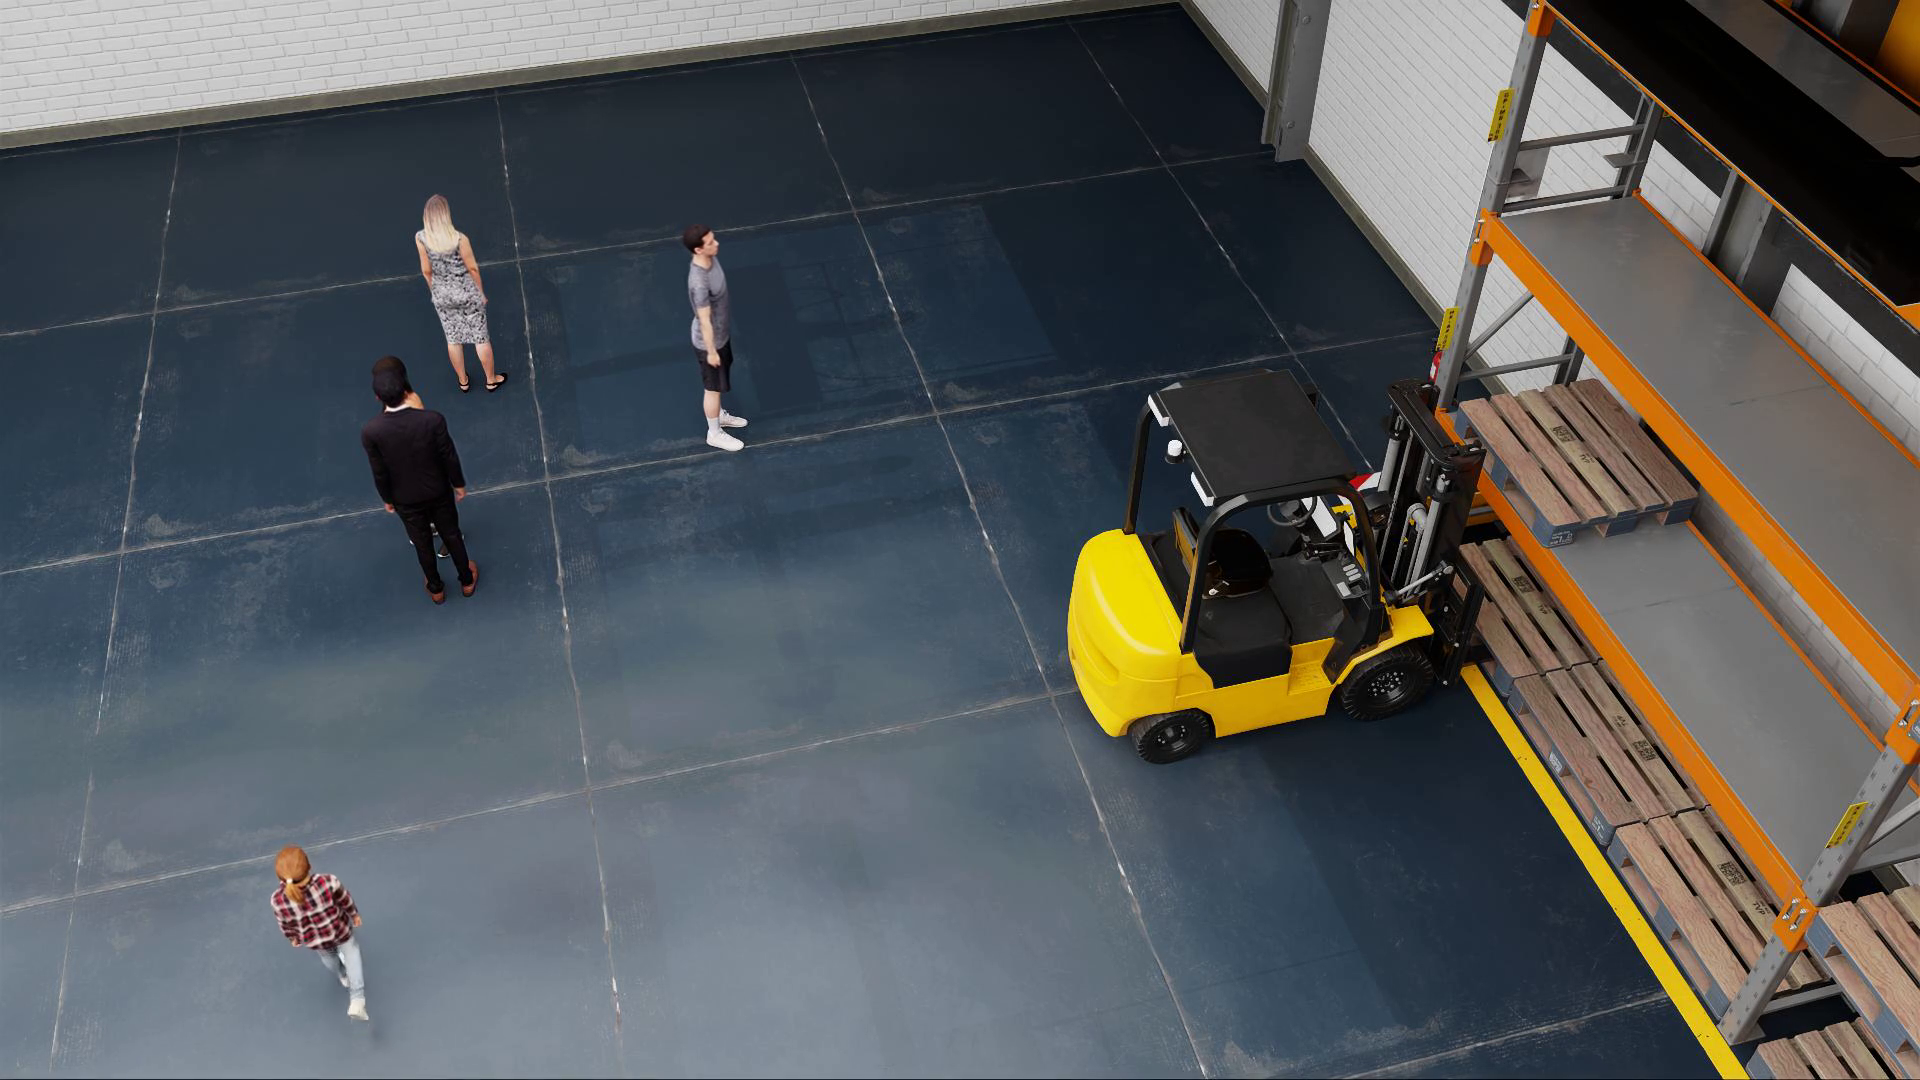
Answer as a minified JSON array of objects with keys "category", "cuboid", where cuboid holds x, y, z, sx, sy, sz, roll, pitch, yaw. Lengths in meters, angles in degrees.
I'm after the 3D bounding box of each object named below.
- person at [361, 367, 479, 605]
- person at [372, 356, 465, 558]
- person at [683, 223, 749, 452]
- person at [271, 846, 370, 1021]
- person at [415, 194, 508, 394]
[{"category":"person","cuboid":[-3.552,-0.342,10.936,0.705,1.882,0.560,-14,45,-14]},{"category":"person","cuboid":[-3.712,-0.594,11.374,0.615,1.643,0.679,23,48,22]},{"category":"person","cuboid":[-1.827,-1.509,12.169,0.775,1.871,0.607,2,44,2]},{"category":"person","cuboid":[-3.369,2.088,8.812,0.584,1.294,0.808,-16,46,-16]},{"category":"person","cuboid":[-3.832,-1.850,12.649,0.630,1.703,0.596,2,44,3]}]
